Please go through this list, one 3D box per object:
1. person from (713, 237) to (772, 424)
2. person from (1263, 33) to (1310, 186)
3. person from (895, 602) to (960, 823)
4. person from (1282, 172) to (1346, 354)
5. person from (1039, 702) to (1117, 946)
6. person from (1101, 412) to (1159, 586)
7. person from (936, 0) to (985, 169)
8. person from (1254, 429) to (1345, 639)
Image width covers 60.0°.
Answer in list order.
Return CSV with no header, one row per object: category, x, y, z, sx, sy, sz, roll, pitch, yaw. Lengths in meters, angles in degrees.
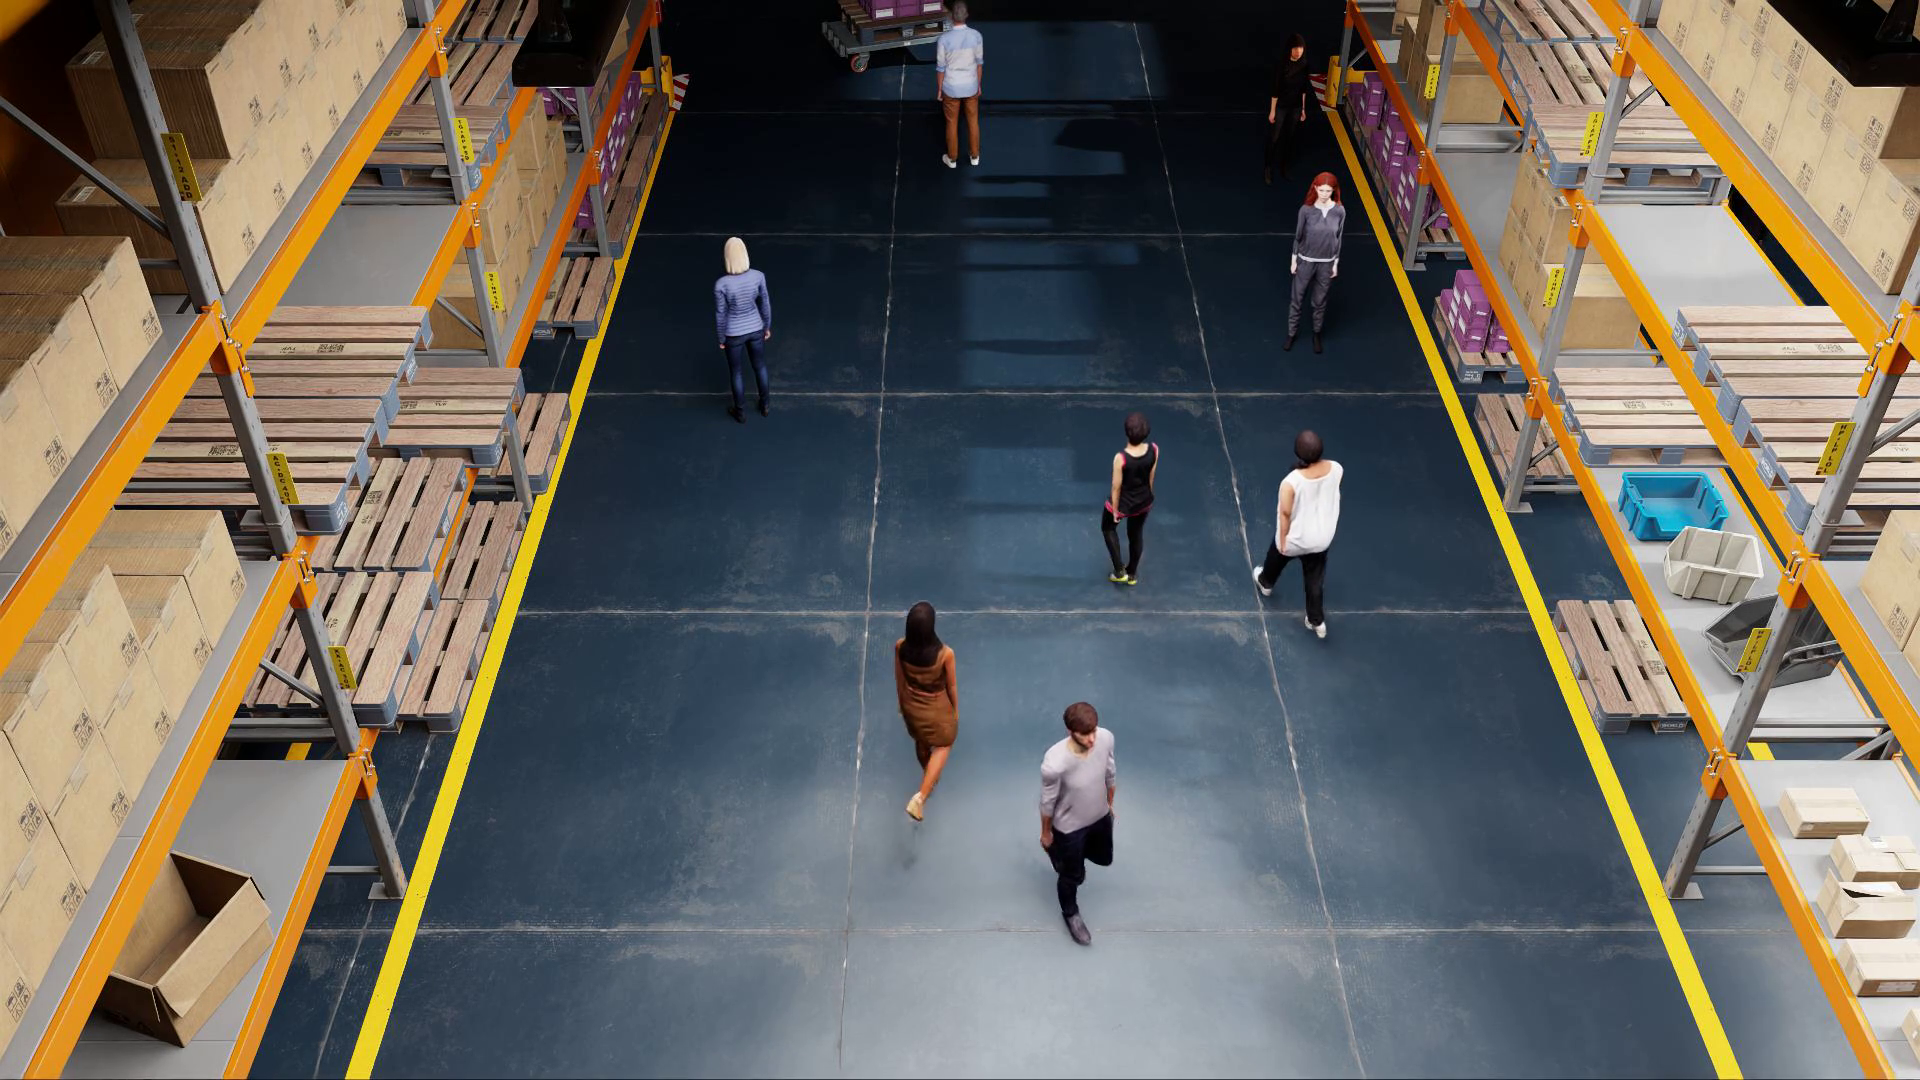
person,-1.850,-1.796,14.206,0.728,1.745,0.705,-17,42,-20
person,3.503,-4.639,17.848,0.629,1.642,0.591,-11,40,-13
person,-0.228,1.129,10.602,0.757,1.672,0.950,14,41,16
person,3.219,-2.520,15.085,0.587,1.780,0.514,4,39,5
person,0.661,1.596,9.893,0.932,1.828,1.027,-23,44,-26
person,1.308,-0.265,12.454,0.626,1.540,0.669,-13,40,-15
person,0.003,-4.950,18.092,0.738,1.825,0.645,-9,39,-11
person,2.525,-0.032,12.076,0.868,1.647,1.178,-10,40,-13
